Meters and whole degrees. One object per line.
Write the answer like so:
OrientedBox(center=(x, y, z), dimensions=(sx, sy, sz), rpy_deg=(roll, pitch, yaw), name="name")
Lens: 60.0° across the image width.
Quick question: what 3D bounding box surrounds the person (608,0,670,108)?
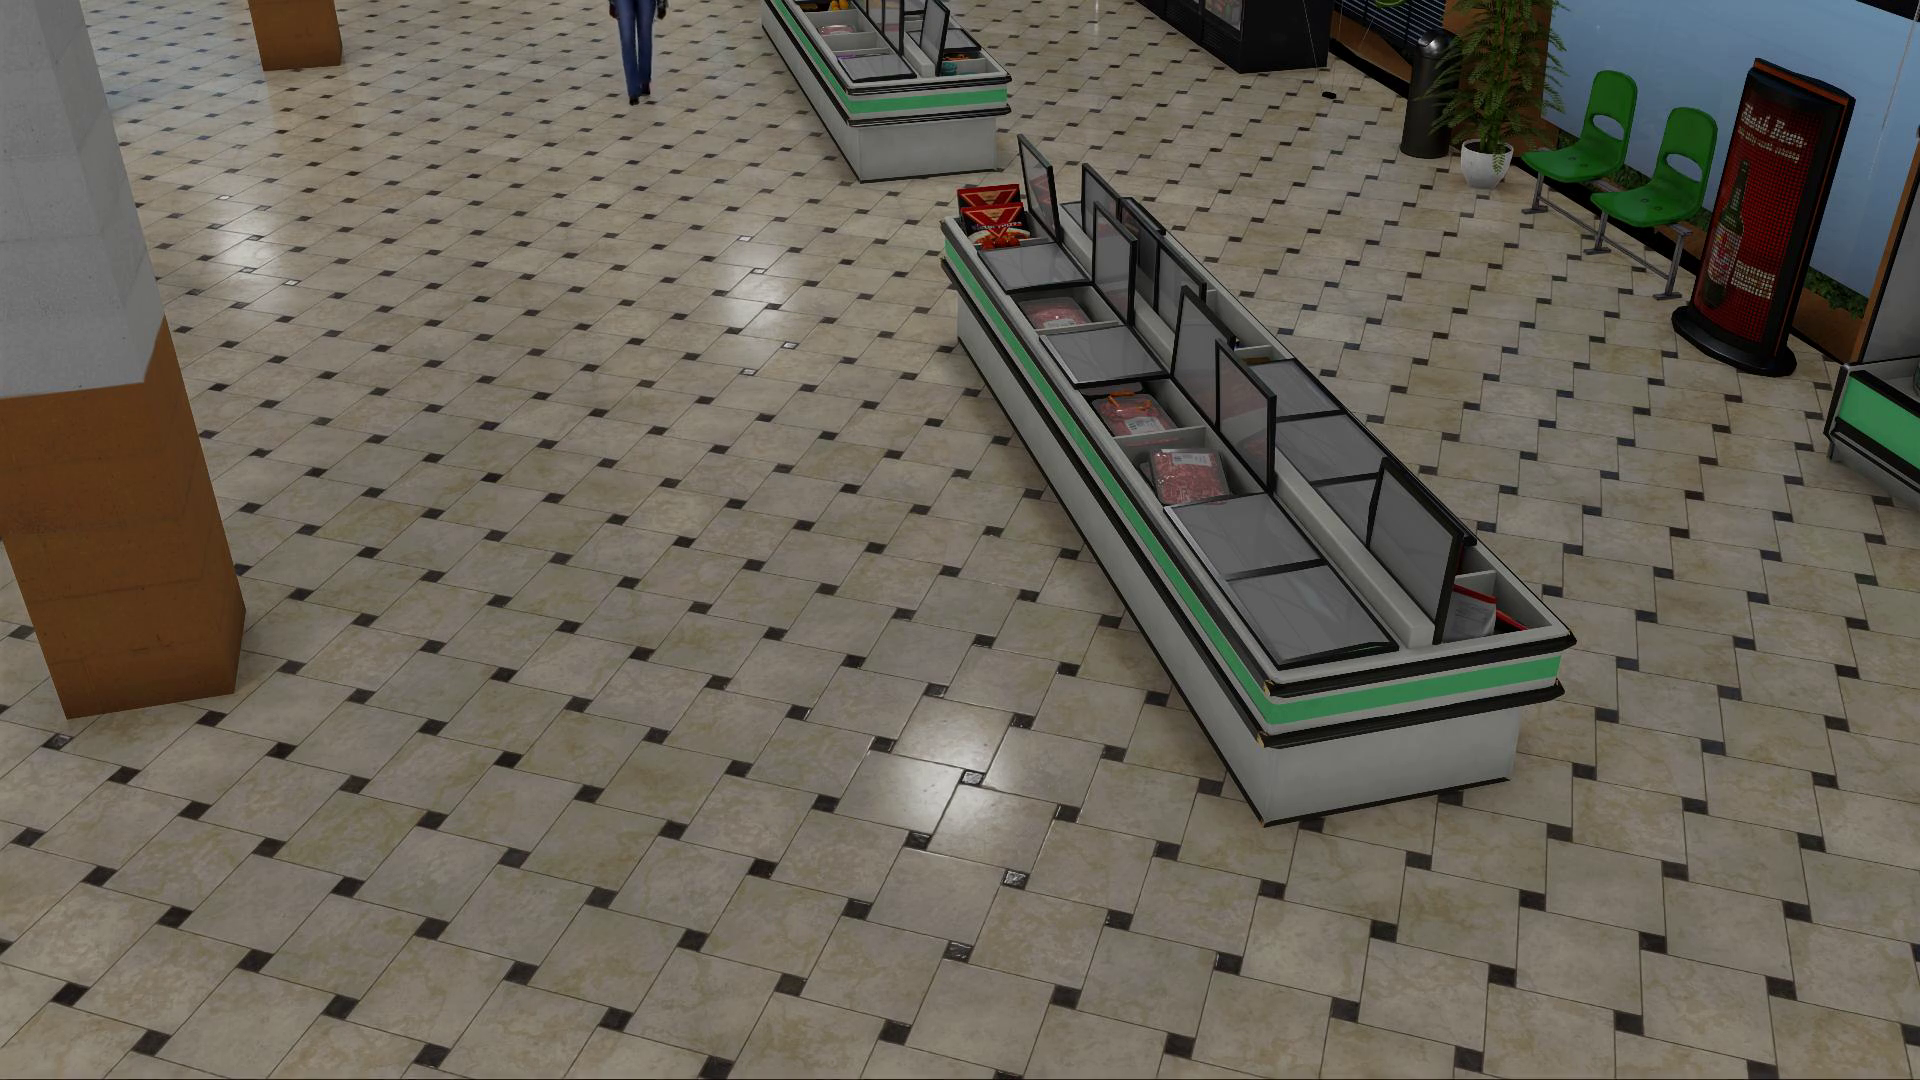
OrientedBox(center=(-2.825, -4.706, 14.471), dimensions=(0.662, 1.757, 1.106), rpy_deg=(-7, 33, -11), name="person")
